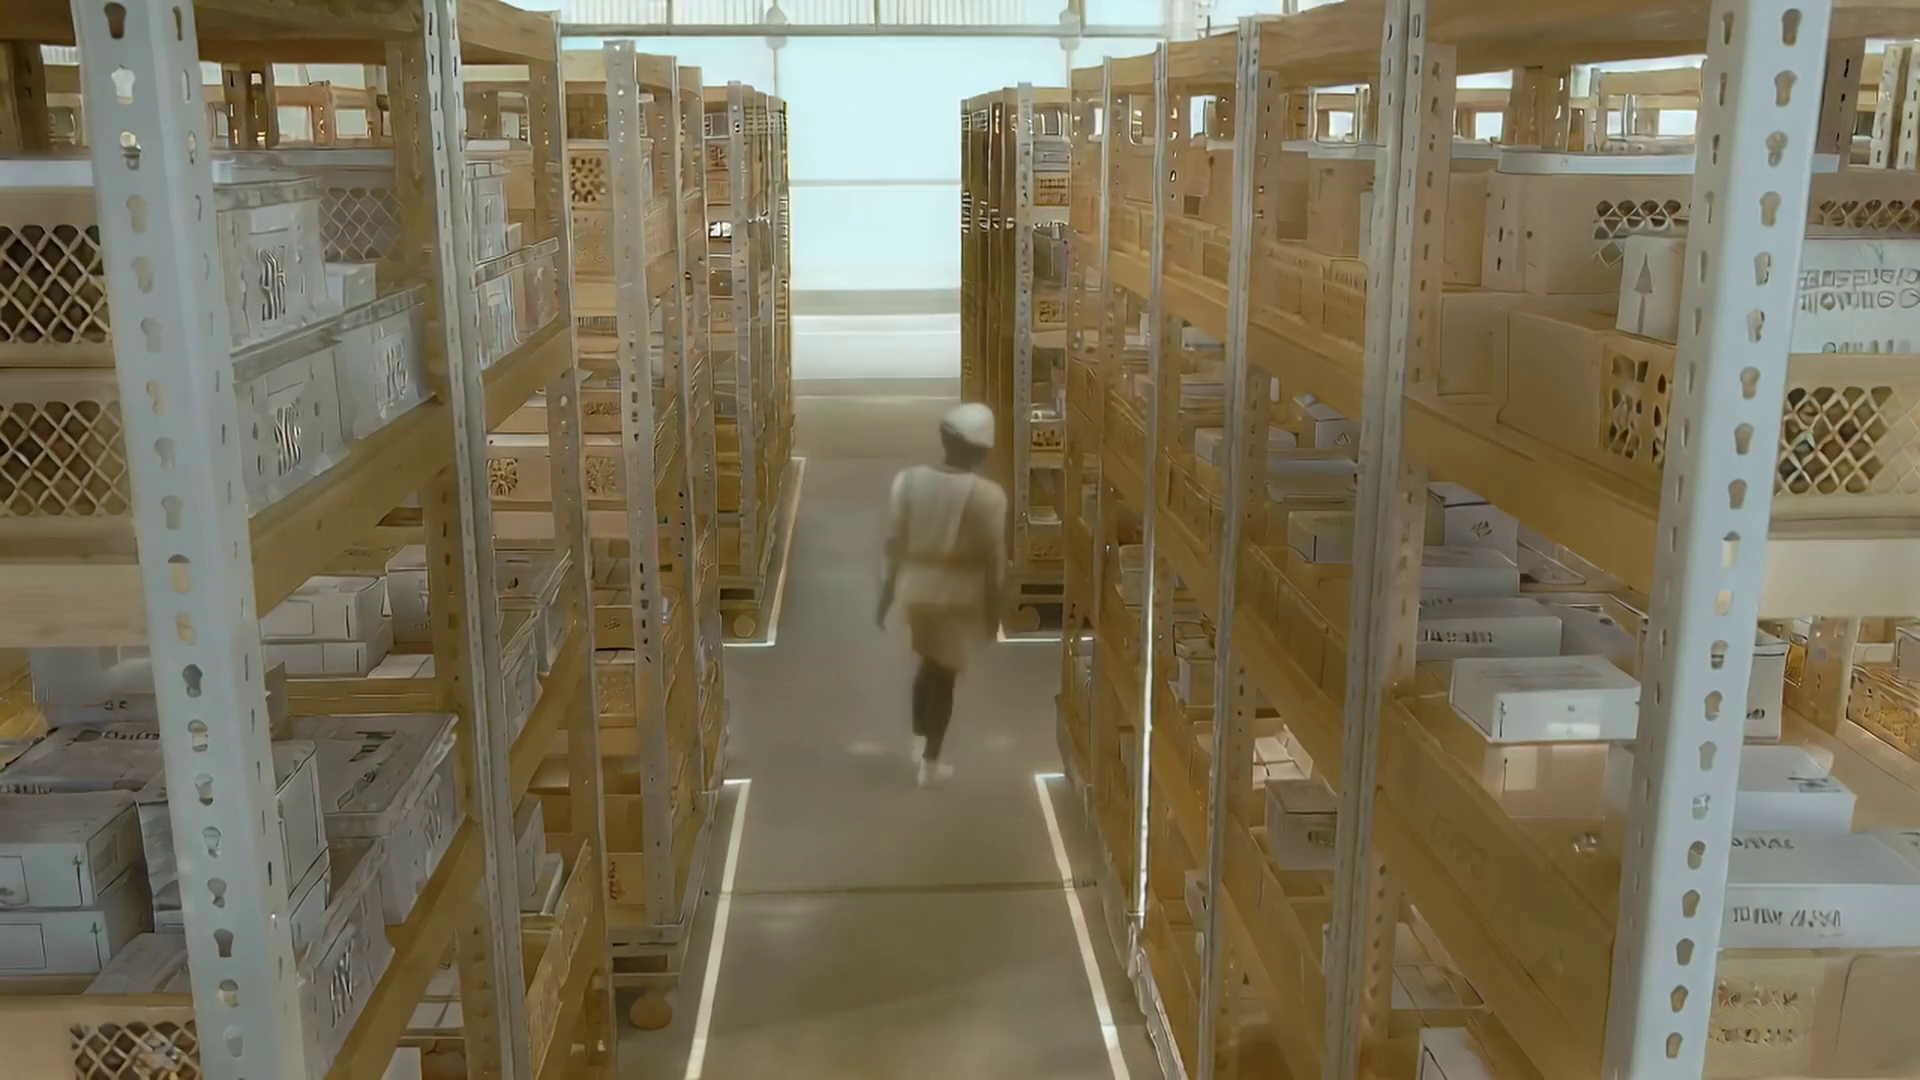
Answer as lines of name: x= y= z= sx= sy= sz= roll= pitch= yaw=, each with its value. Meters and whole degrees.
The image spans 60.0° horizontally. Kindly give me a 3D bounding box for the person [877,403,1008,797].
person: x=-0.049 y=0.287 z=8.471 sx=0.665 sy=1.999 sz=0.713 roll=5 pitch=15 yaw=19
